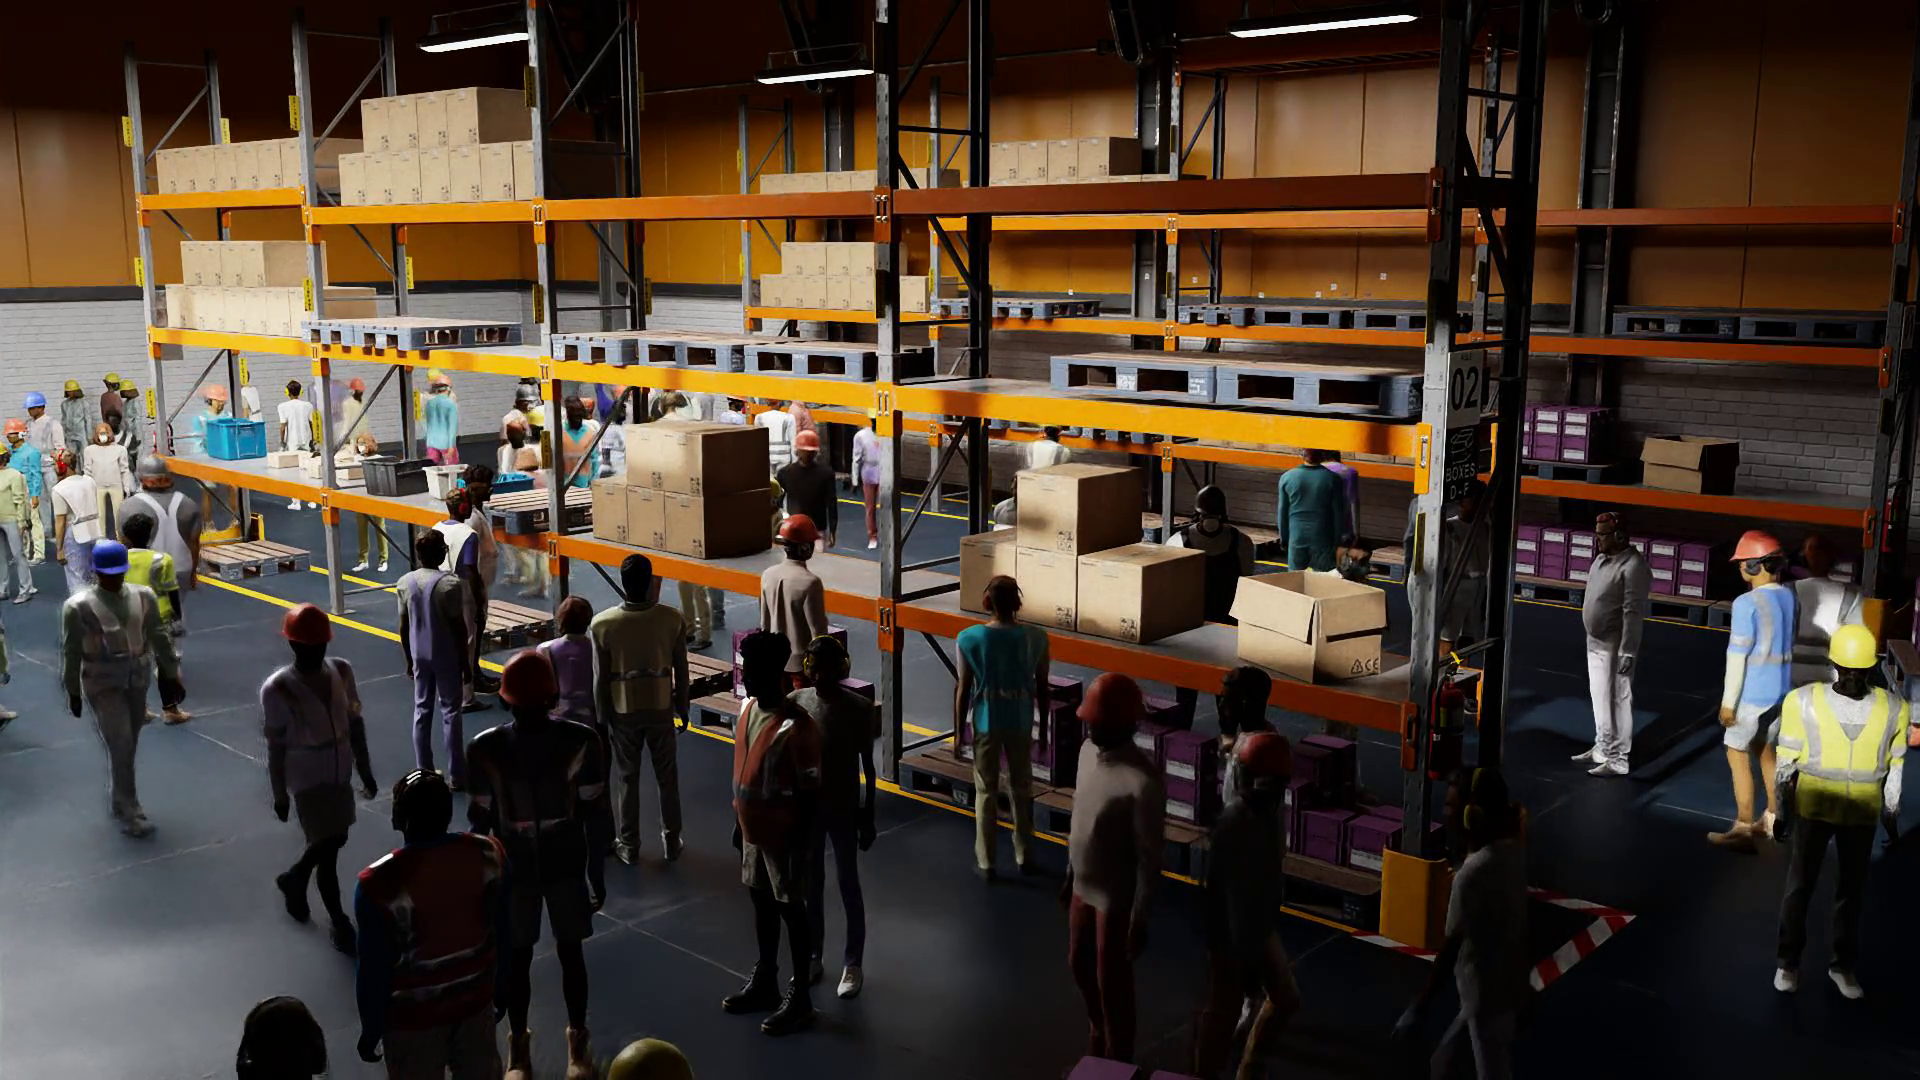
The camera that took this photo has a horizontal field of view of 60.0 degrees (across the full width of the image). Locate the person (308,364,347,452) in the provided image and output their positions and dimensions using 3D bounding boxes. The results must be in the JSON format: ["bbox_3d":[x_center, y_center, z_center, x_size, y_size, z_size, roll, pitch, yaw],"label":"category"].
[{"bbox_3d":[-10.383,-1.992,27.321,0.648,1.912,0.585,-8,13,-37],"label":"person"}]

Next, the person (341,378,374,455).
[{"bbox_3d":[-9.530,-1.700,26.219,0.859,1.713,0.581,4,11,22],"label":"person"}]

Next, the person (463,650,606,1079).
[{"bbox_3d":[-1.873,1.474,7.399,0.601,2.036,0.406,-3,10,-14],"label":"person"}]

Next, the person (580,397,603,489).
[{"bbox_3d":[-4.684,-0.862,21.010,0.349,1.882,0.584,-1,10,-8],"label":"person"}]

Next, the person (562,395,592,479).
[{"bbox_3d":[-4.834,-0.868,20.945,0.587,1.920,0.391,2,10,11],"label":"person"}]

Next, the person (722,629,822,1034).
[{"bbox_3d":[-0.910,1.389,8.045,0.367,1.967,0.603,-8,13,-40],"label":"person"}]

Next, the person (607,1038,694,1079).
[{"bbox_3d":[-0.792,2.126,4.307,0.428,1.813,0.609,9,13,41],"label":"person"}]

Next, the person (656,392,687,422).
[{"bbox_3d":[-3.665,-0.949,21.431,0.685,1.908,0.634,5,11,25],"label":"person"}]

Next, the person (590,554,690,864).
[{"bbox_3d":[-1.946,1.035,10.180,0.587,1.920,0.391,-3,10,-17],"label":"person"}]

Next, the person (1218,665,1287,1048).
[{"bbox_3d":[1.369,1.485,7.877,0.349,1.839,0.505,2,10,10],"label":"person"}]

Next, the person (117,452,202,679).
[{"bbox_3d":[-6.884,0.244,14.312,0.644,2.000,0.698,7,12,36],"label":"person"}]

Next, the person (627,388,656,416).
[{"bbox_3d":[-4.909,-1.681,25.484,0.636,1.939,0.365,-9,13,-41],"label":"person"}]

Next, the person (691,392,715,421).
[{"bbox_3d":[-3.853,-1.557,24.752,0.390,1.949,0.602,3,10,15],"label":"person"}]

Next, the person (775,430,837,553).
[{"bbox_3d":[-1.559,-0.095,16.426,0.678,1.978,0.522,1,10,3],"label":"person"}]

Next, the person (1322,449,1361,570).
[{"bbox_3d":[3.854,-0.139,16.921,0.421,1.887,0.606,-9,13,-41],"label":"person"}]

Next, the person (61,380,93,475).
[{"bbox_3d":[-13.606,-1.602,25.622,0.485,1.737,0.324,1,10,8],"label":"person"}]

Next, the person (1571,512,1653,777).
[{"bbox_3d":[4.663,0.738,11.953,0.403,1.895,0.647,-1,10,-6],"label":"person"}]

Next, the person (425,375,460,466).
[{"bbox_3d":[-7.336,-1.369,23.693,0.633,1.935,0.959,4,11,22],"label":"person"}]

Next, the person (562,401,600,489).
[{"bbox_3d":[-4.711,-0.759,20.383,0.619,1.893,0.458,-5,11,-25],"label":"person"}]

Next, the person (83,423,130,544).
[{"bbox_3d":[-10.426,-0.622,20.349,0.498,1.636,0.282,-4,11,-22],"label":"person"}]

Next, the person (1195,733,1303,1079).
[{"bbox_3d":[1.251,1.679,7.079,0.524,1.724,0.624,5,11,27],"label":"person"}]

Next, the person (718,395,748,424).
[{"bbox_3d":[-2.962,-1.062,22.016,0.371,1.928,0.543,-8,13,-38],"label":"person"}]

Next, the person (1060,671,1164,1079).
[{"bbox_3d":[0.640,1.520,7.252,0.384,1.994,0.625,-4,11,-23],"label":"person"}]

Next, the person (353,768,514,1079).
[{"bbox_3d":[-1.993,1.759,6.308,0.622,1.845,0.429,-9,14,-42],"label":"person"}]

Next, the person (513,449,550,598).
[{"bbox_3d":[-4.610,-0.173,17.879,0.450,1.606,0.539,6,12,32],"label":"person"}]

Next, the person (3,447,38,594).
[{"bbox_3d":[-10.286,-0.197,17.935,0.513,1.641,0.309,-3,10,-16],"label":"person"}]

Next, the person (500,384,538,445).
[{"bbox_3d":[-5.446,-0.963,21.137,0.537,2.000,0.683,7,12,33],"label":"person"}]

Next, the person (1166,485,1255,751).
[{"bbox_3d":[1.858,0.579,12.415,0.684,2.000,0.535,0,10,2],"label":"person"}]

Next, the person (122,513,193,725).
[{"bbox_3d":[-6.405,0.634,13.120,0.626,1.690,0.314,-1,10,-5],"label":"person"}]

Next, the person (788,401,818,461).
[{"bbox_3d":[-2.157,-1.209,22.905,0.404,1.906,0.652,0,10,1],"label":"person"}]

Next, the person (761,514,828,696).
[{"bbox_3d":[-1.083,0.813,11.219,0.611,1.996,0.378,10,14,43],"label":"person"}]

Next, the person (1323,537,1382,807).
[{"bbox_3d":[2.713,0.892,11.272,0.650,1.817,0.723,-10,14,-44],"label":"person"}]

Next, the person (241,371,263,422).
[{"bbox_3d":[-11.246,-1.787,26.341,0.377,1.844,0.567,-1,10,-3],"label":"person"}]

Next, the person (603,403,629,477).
[{"bbox_3d":[-4.543,-1.044,22.649,0.739,1.670,0.539,3,11,17],"label":"person"}]

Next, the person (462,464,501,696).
[{"bbox_3d":[-4.071,0.329,14.050,0.366,1.960,0.614,-3,10,-17],"label":"person"}]

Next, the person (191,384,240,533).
[{"bbox_3d":[-9.511,-0.991,21.396,0.879,2.007,0.636,9,13,40],"label":"person"}]

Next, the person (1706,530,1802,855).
[{"bbox_3d":[4.975,0.941,10.448,0.620,2.018,0.440,-7,12,-36],"label":"person"}]

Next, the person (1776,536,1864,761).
[{"bbox_3d":[5.788,0.888,11.283,0.579,1.838,0.998,4,11,23],"label":"person"}]
